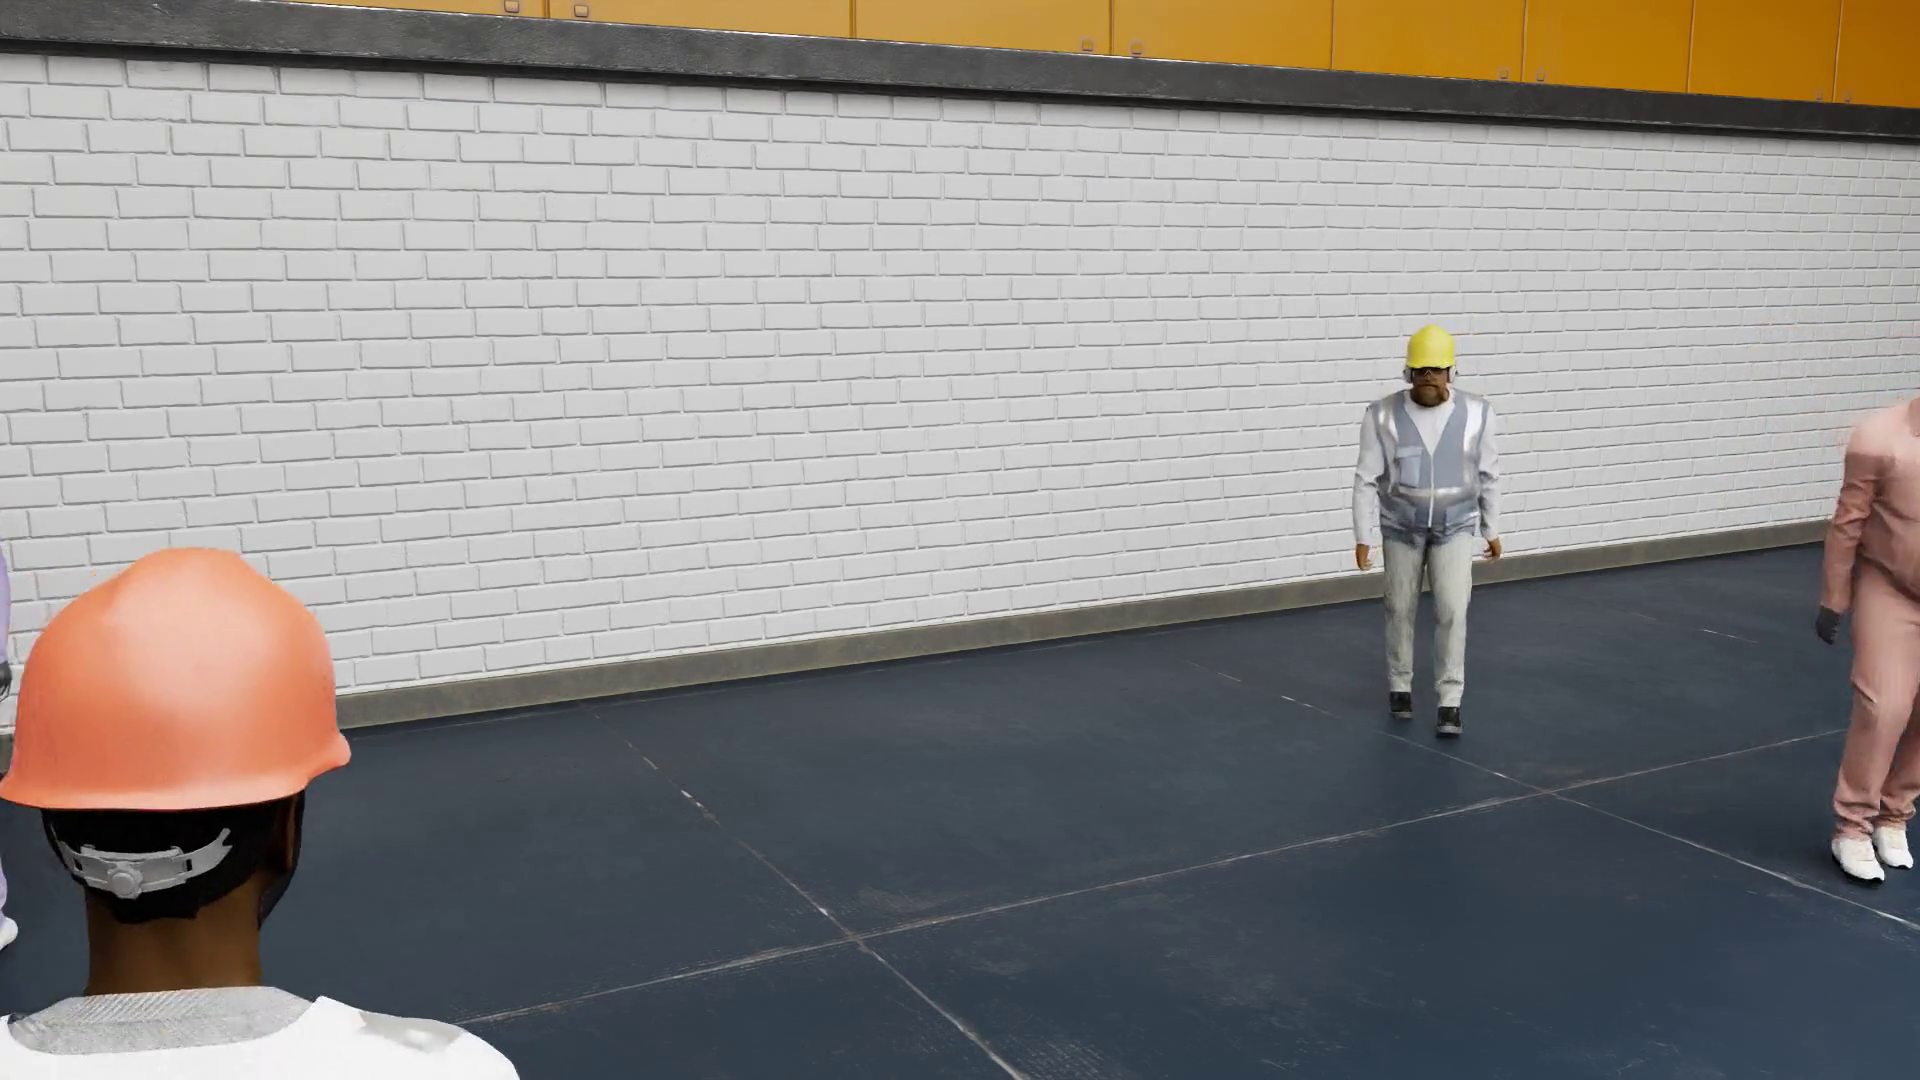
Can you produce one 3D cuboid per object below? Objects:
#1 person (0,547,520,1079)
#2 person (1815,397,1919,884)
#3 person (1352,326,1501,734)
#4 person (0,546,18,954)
[{"bbox_3d":[-0.634,0.940,1.466,0.549,1.891,0.963,-3,10,-15],"label":"person"},{"bbox_3d":[3.292,0.234,5.581,0.682,1.872,0.630,2,10,11],"label":"person"},{"bbox_3d":[2.067,-0.036,7.355,0.660,1.799,0.764,2,10,12],"label":"person"},{"bbox_3d":[-3.134,0.343,4.861,0.646,1.904,0.401,-6,11,-30],"label":"person"}]
